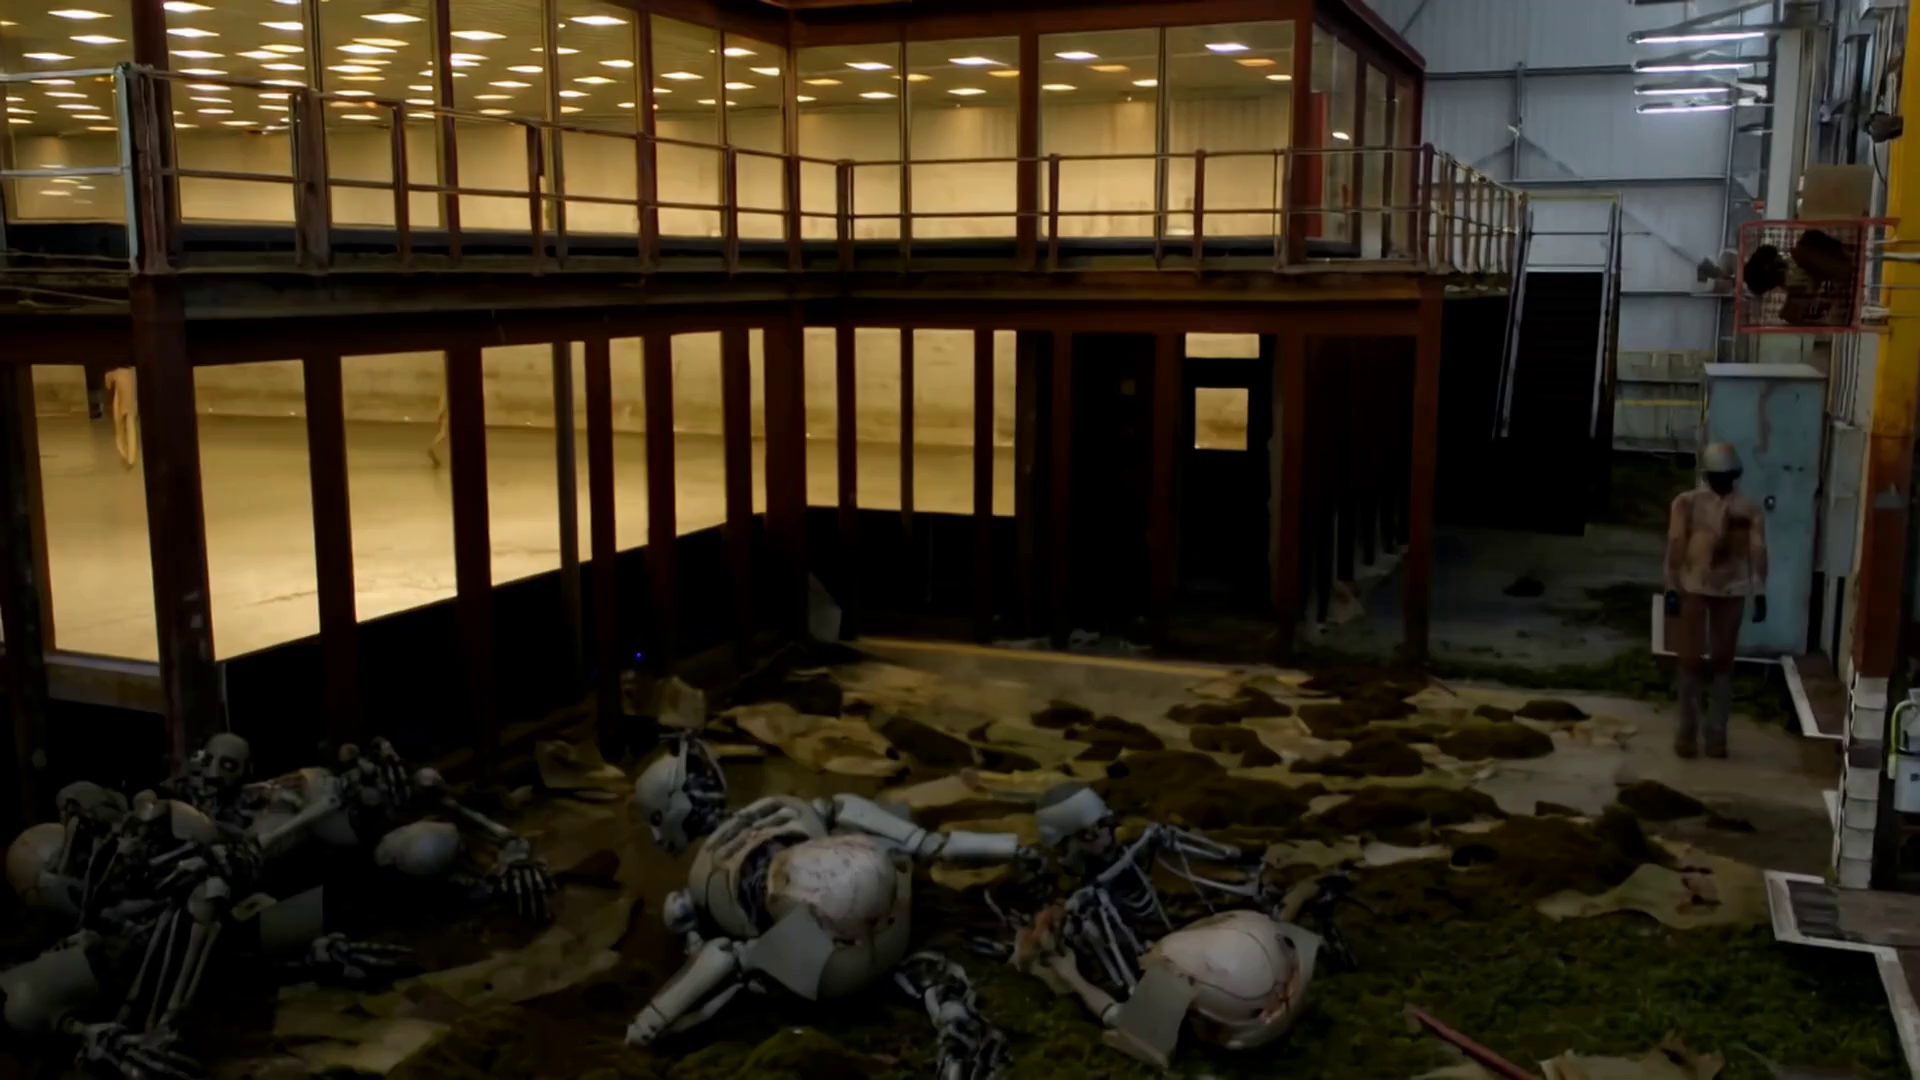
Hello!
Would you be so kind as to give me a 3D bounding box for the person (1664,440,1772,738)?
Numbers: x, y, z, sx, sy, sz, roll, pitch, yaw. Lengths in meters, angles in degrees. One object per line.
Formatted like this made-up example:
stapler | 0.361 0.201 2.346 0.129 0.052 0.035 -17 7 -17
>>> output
person | 4.926 0.333 10.830 0.621 1.966 0.682 3 10 20
